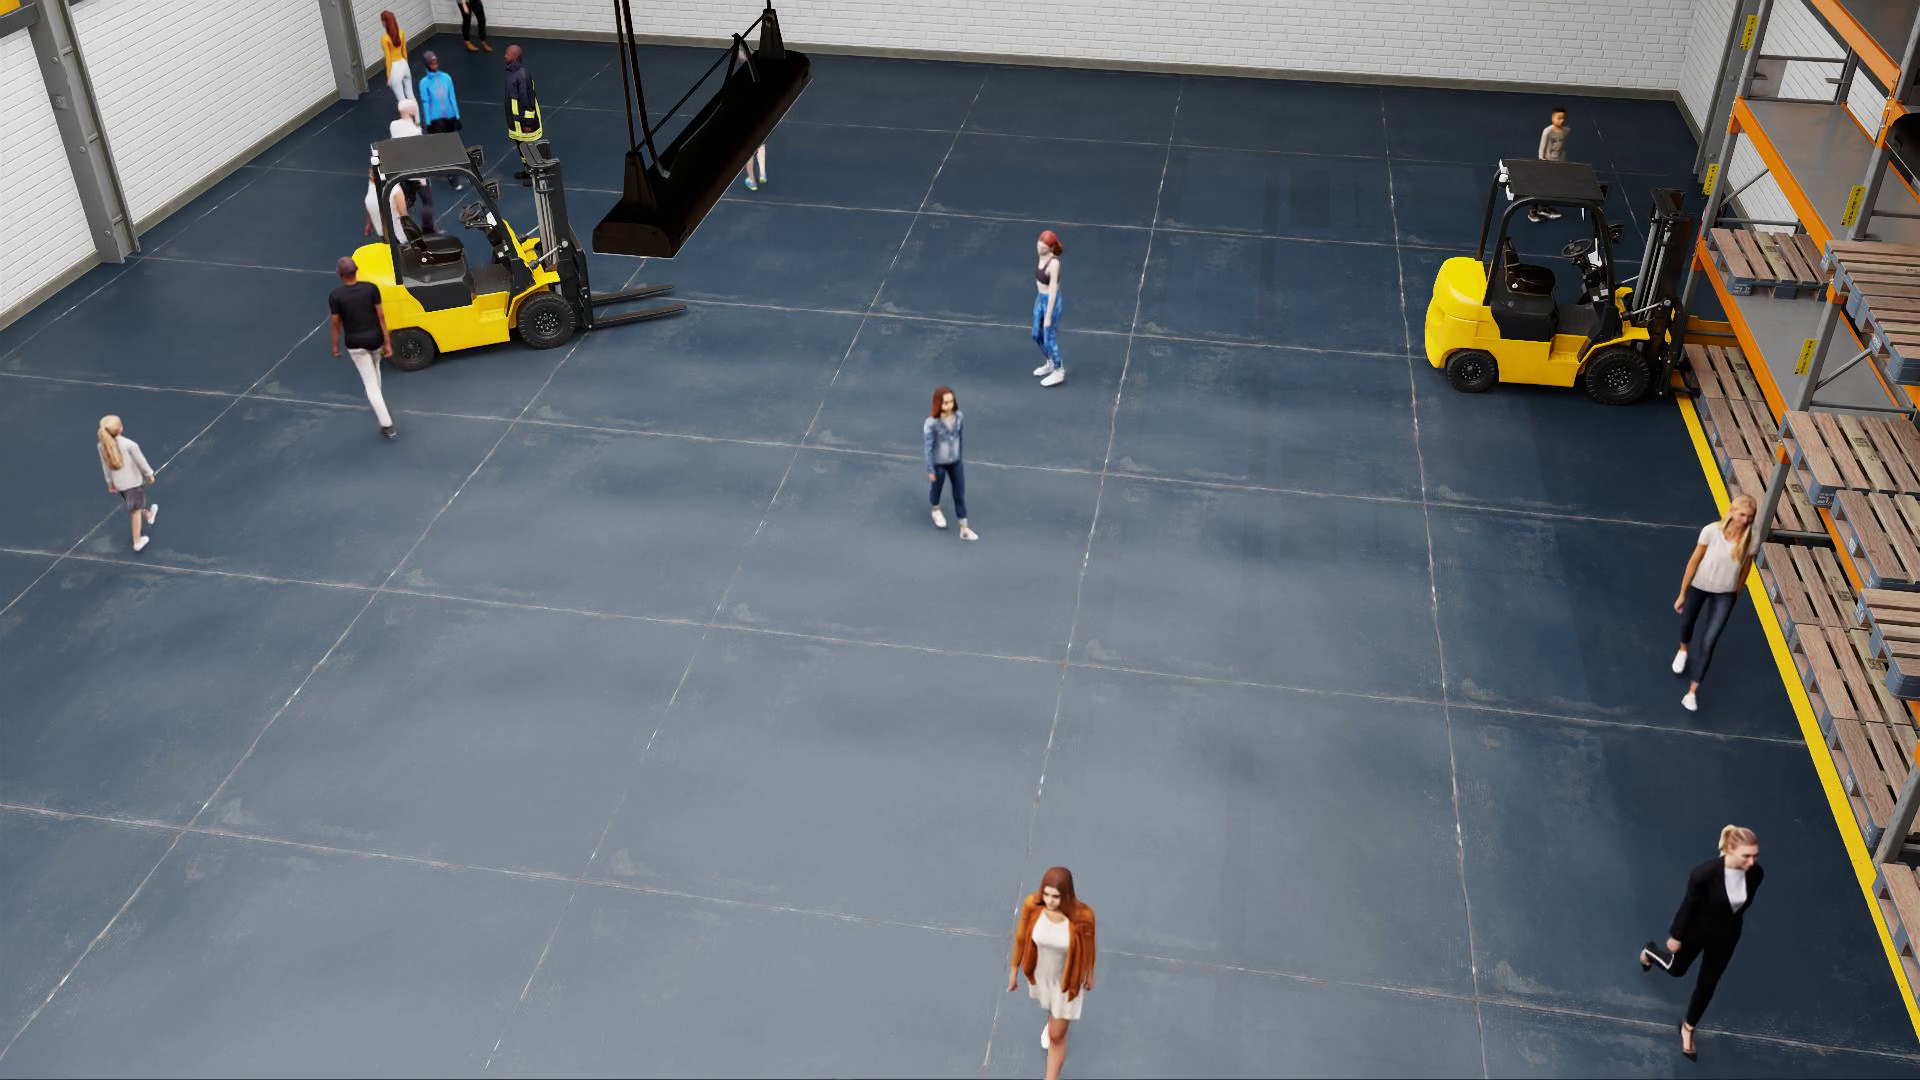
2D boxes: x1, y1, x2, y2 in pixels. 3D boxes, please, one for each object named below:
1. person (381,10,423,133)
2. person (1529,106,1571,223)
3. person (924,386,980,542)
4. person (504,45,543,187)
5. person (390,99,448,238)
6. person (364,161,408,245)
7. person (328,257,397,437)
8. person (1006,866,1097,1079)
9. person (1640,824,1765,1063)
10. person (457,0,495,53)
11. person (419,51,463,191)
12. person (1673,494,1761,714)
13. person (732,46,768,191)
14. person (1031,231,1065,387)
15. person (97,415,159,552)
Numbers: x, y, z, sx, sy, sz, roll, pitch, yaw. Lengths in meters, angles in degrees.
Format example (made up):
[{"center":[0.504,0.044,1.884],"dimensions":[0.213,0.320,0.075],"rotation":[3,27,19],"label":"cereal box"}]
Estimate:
[{"center":[-7.816,-6.503,23.182],"dimensions":[0.715,1.749,0.571],"rotation":[16,37,23],"label":"person"},{"center":[7.382,-4.715,20.754],"dimensions":[0.690,1.459,0.673],"rotation":[-16,37,-23],"label":"person"},{"center":[-0.174,-0.726,14.761],"dimensions":[0.918,1.449,1.011],"rotation":[-18,38,-25],"label":"person"},{"center":[-5.696,-5.561,21.698],"dimensions":[0.926,1.822,0.846],"rotation":[-18,37,-24],"label":"person"},{"center":[-6.619,-4.341,19.882],"dimensions":[0.998,1.802,1.200],"rotation":[21,39,28],"label":"person"},{"center":[-6.377,-3.528,18.800],"dimensions":[1.025,1.646,1.210],"rotation":[26,42,33],"label":"person"},{"center":[-5.757,-1.839,16.165],"dimensions":[1.240,1.749,1.258],"rotation":[-24,40,-31],"label":"person"},{"center":[0.567,2.476,9.741],"dimensions":[0.781,1.674,1.133],"rotation":[12,36,18],"label":"person"},{"center":[4.432,2.311,9.975],"dimensions":[0.788,1.691,1.051],"rotation":[-3,34,-5],"label":"person"},{"center":[-7.819,-8.574,26.369],"dimensions":[0.877,1.671,0.870],"rotation":[16,37,22],"label":"person"},{"center":[-6.768,-5.484,21.621],"dimensions":[1.000,1.780,1.005],"rotation":[-27,42,-35],"label":"person"},{"center":[5.779,0.364,12.834],"dimensions":[0.818,1.767,1.216],"rotation":[14,36,21],"label":"person"},{"center":[-2.674,-5.403,21.407],"dimensions":[0.804,1.883,0.834],"rotation":[-13,36,-18],"label":"person"},{"center":[0.942,-2.358,16.947],"dimensions":[0.794,1.749,0.709],"rotation":[-4,34,-6],"label":"person"},{"center":[-7.319,-0.481,14.580],"dimensions":[0.590,1.242,0.870],"rotation":[1,34,1],"label":"person"}]
